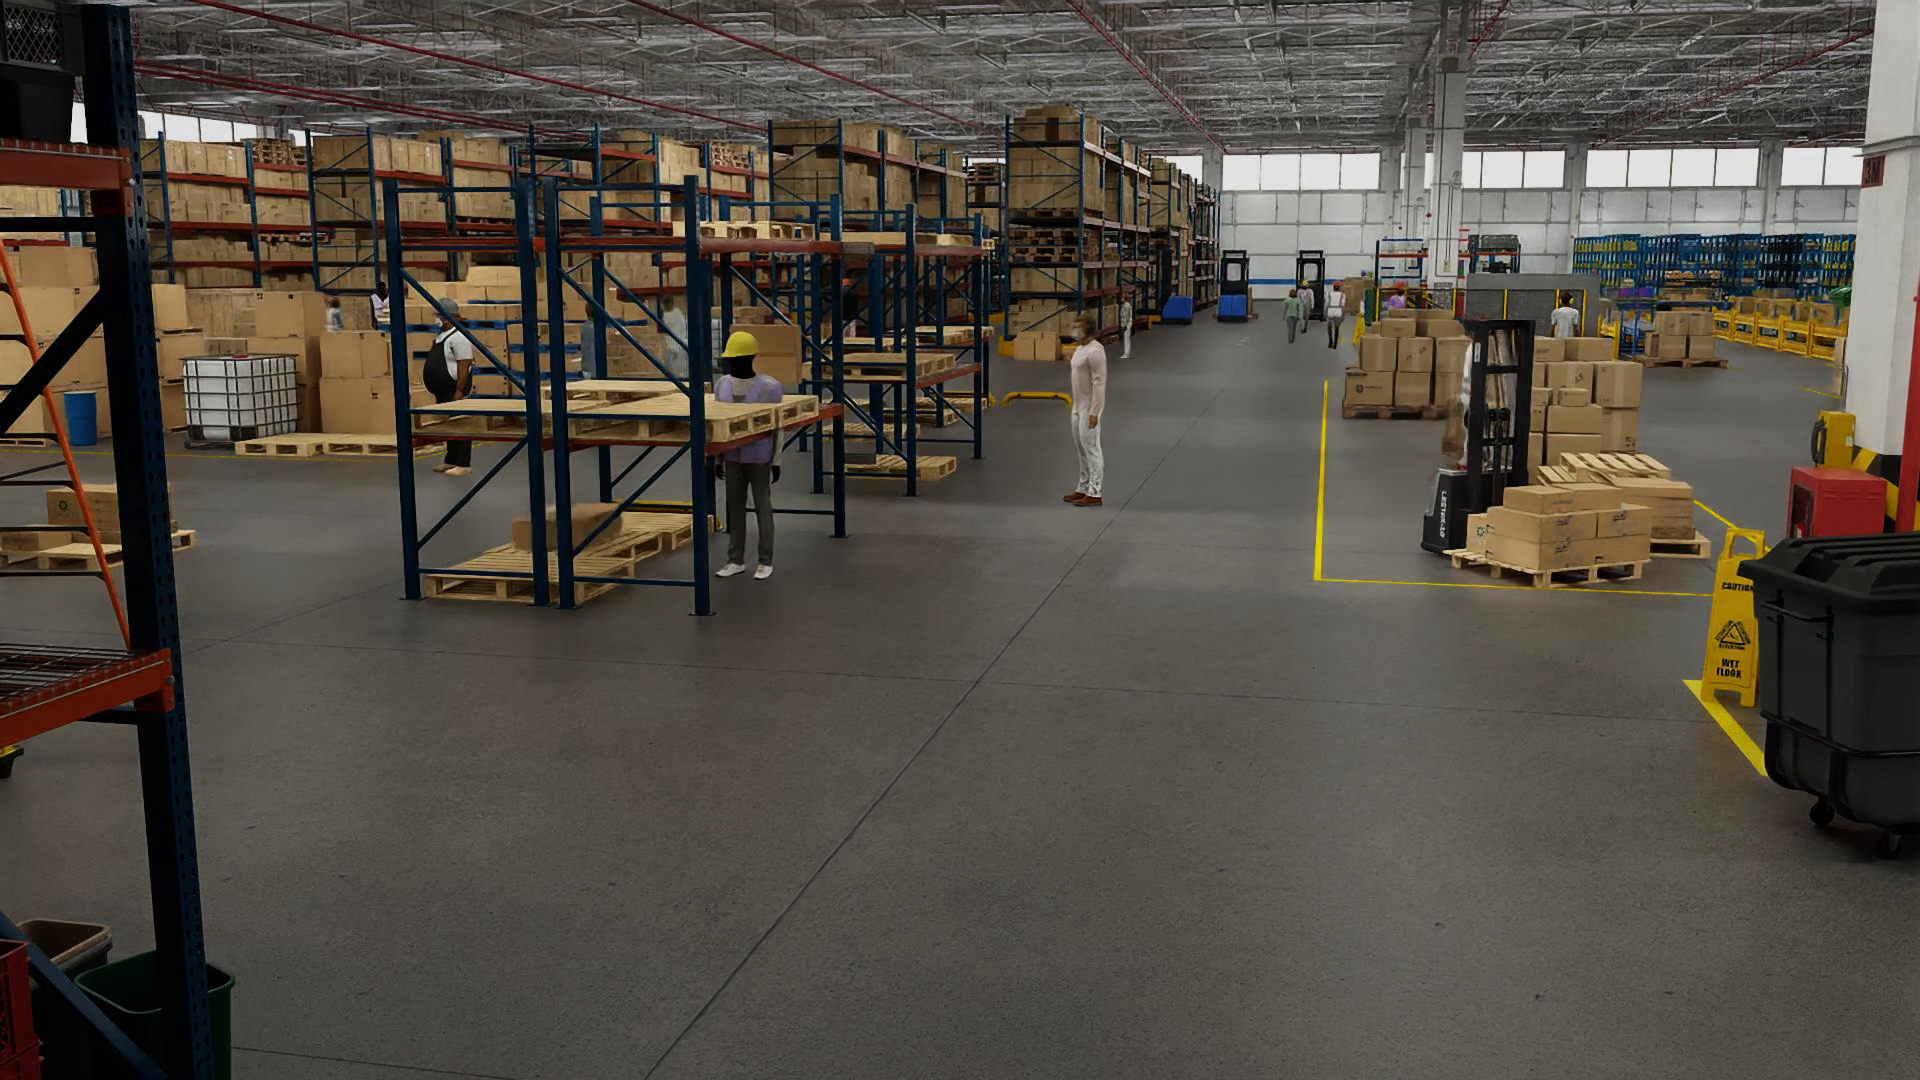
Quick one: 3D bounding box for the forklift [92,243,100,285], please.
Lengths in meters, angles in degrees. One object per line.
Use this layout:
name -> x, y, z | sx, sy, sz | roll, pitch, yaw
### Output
forklift -> -18.673, -5.182, 36.892 | 1.873, 2.768, 1.129 | 2, 10, 12

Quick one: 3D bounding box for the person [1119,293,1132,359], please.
person -> 4.140, -5.329, 41.428 | 0.307, 1.641, 0.511 | 1, 10, 4

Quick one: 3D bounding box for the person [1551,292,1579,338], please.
person -> 11.284, -3.687, 31.048 | 0.507, 1.865, 0.329 | 5, 11, 25

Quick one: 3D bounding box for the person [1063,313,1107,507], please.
person -> 1.269, -1.304, 16.710 | 0.355, 1.938, 0.637 | -2, 10, -14

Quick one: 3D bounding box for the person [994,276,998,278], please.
person -> 2.074, -14.196, 93.673 | 0.568, 1.722, 0.589 | -2, 10, -10

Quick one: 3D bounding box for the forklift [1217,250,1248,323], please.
forklift -> 10.606, -9.839, 64.471 | 1.129, 2.768, 1.873 | 2, 10, 12

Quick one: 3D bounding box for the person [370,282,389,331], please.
person -> -14.542, -5.545, 41.922 | 0.587, 1.911, 0.397 | -5, 11, -27

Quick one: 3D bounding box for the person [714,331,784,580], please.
person -> -1.646, -0.648, 12.873 | 0.589, 1.924, 0.384 | 4, 10, 21

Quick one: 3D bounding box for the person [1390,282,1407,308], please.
person -> 11.069, -5.502, 41.671 | 0.582, 1.899, 0.882 | -6, 11, -32

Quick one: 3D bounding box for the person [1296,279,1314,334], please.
person -> 11.533, -7.826, 55.704 | 0.594, 1.812, 0.758 | 0, 10, 2

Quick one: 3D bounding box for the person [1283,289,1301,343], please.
person -> 9.777, -6.581, 48.933 | 0.507, 1.605, 0.714 | 1, 10, 7

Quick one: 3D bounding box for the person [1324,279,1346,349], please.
person -> 10.385, -6.252, 46.064 | 0.579, 1.919, 0.495 | 2, 10, 12

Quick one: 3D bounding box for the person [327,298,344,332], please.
person -> -13.977, -4.650, 37.496 | 0.809, 1.597, 0.536 | -7, 12, -37

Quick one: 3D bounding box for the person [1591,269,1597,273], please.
person -> 30.331, -11.981, 79.786 | 0.392, 1.990, 0.611 | -1, 10, -6

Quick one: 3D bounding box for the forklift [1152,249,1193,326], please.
forklift -> 7.646, -9.320, 61.395 | 1.873, 2.768, 1.129 | 2, 10, 11

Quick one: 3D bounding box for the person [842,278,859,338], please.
person -> -2.820, -5.531, 41.572 | 0.608, 1.997, 0.375 | -3, 10, -15

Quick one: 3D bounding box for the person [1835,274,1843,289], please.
person -> 42.859, -12.066, 80.916 | 0.636, 1.784, 0.652 | 0, 10, -2

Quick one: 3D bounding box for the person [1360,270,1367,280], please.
person -> 21.135, -13.107, 86.725 | 0.901, 1.911, 0.625 | 1, 10, 9

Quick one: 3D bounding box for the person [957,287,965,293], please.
person -> -0.015, -8.720, 60.911 | 0.633, 1.843, 0.429 | 4, 10, 24

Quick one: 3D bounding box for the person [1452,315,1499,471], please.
person -> 5.658, -1.502, 18.089 | 0.410, 1.869, 0.610 | 0, 10, 2

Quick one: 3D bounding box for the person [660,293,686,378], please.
person -> -4.840, -3.205, 28.042 | 0.438, 1.915, 0.654 | -7, 12, -36

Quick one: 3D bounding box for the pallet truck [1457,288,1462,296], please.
pallet truck -> 20.506, -9.785, 68.819 | 0.653, 1.274, 1.630 | 2, 10, 12

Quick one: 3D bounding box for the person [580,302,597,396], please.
person -> -4.845, -2.213, 22.095 | 0.368, 1.940, 0.632 | -1, 10, -6

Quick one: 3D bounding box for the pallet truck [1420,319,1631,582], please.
pallet truck -> 4.543, -0.757, 13.299 | 0.823, 1.965, 1.885 | -4, 10, -22

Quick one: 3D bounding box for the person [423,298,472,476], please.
person -> -5.886, -1.761, 19.119 | 0.537, 2.000, 0.682 | -7, 12, -35

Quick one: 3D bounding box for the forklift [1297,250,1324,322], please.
forklift -> 13.778, -10.002, 65.433 | 1.129, 2.768, 1.873 | 2, 10, 12
